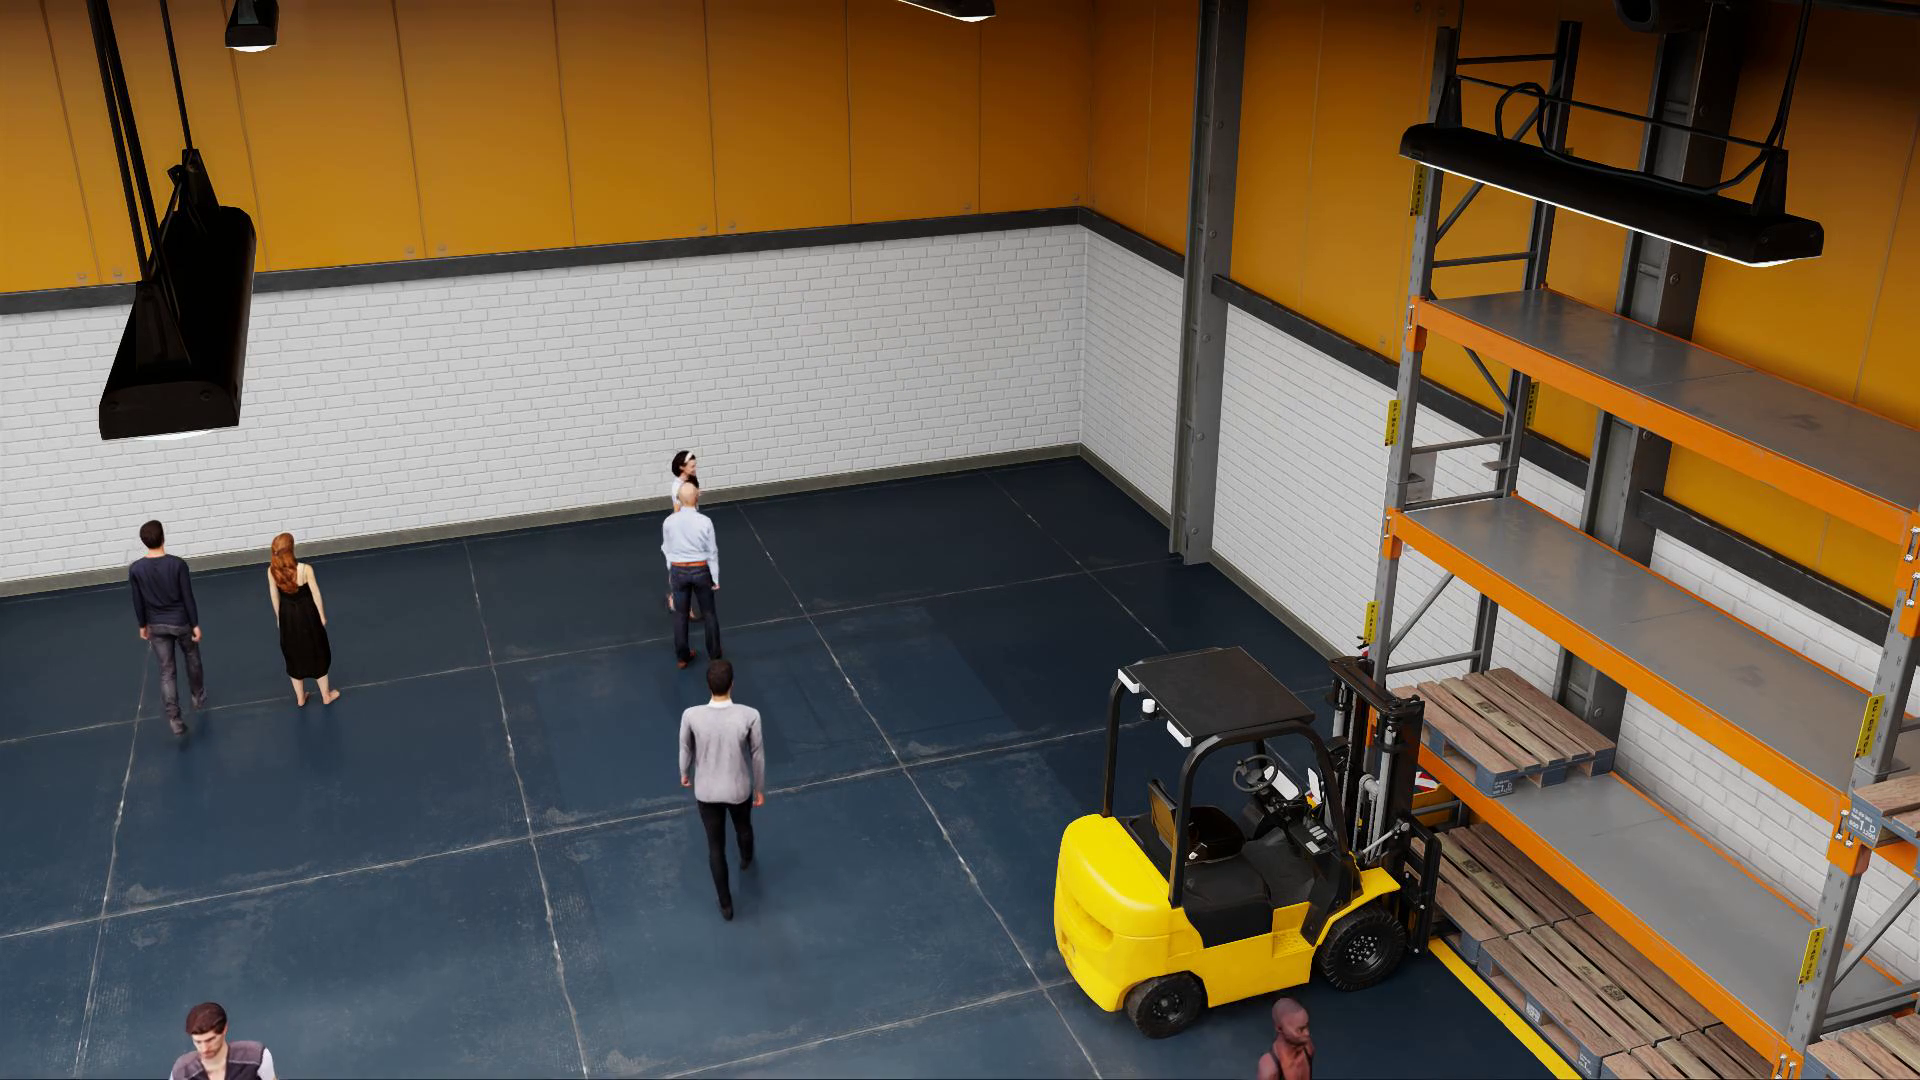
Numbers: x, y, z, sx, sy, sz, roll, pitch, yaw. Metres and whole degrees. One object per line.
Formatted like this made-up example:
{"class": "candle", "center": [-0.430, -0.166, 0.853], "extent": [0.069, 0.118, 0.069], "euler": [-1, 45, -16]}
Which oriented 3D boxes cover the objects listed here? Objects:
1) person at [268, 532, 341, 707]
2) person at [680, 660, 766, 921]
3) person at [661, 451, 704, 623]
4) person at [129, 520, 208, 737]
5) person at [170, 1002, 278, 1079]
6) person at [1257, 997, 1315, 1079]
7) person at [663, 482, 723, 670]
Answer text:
{"class": "person", "center": [-5.721, 0.687, 14.385], "extent": [0.640, 1.624, 0.653], "euler": [-1, 24, -2]}
{"class": "person", "center": [-1.651, 1.775, 11.573], "extent": [0.912, 1.886, 1.191], "euler": [-4, 24, -8]}
{"class": "person", "center": [-2.665, 0.011, 15.719], "extent": [0.910, 1.796, 0.861], "euler": [1, 24, 2]}
{"class": "person", "center": [-6.630, 0.769, 13.941], "extent": [0.661, 1.831, 1.187], "euler": [-7, 25, -16]}
{"class": "person", "center": [-3.726, 3.099, 8.621], "extent": [0.755, 1.822, 1.030], "euler": [-6, 24, -14]}
{"class": "person", "center": [1.594, 3.100, 8.753], "extent": [0.885, 1.715, 1.234], "euler": [-18, 29, -36]}
{"class": "person", "center": [-2.438, 0.339, 14.979], "extent": [0.714, 1.787, 0.713], "euler": [-1, 24, -2]}
